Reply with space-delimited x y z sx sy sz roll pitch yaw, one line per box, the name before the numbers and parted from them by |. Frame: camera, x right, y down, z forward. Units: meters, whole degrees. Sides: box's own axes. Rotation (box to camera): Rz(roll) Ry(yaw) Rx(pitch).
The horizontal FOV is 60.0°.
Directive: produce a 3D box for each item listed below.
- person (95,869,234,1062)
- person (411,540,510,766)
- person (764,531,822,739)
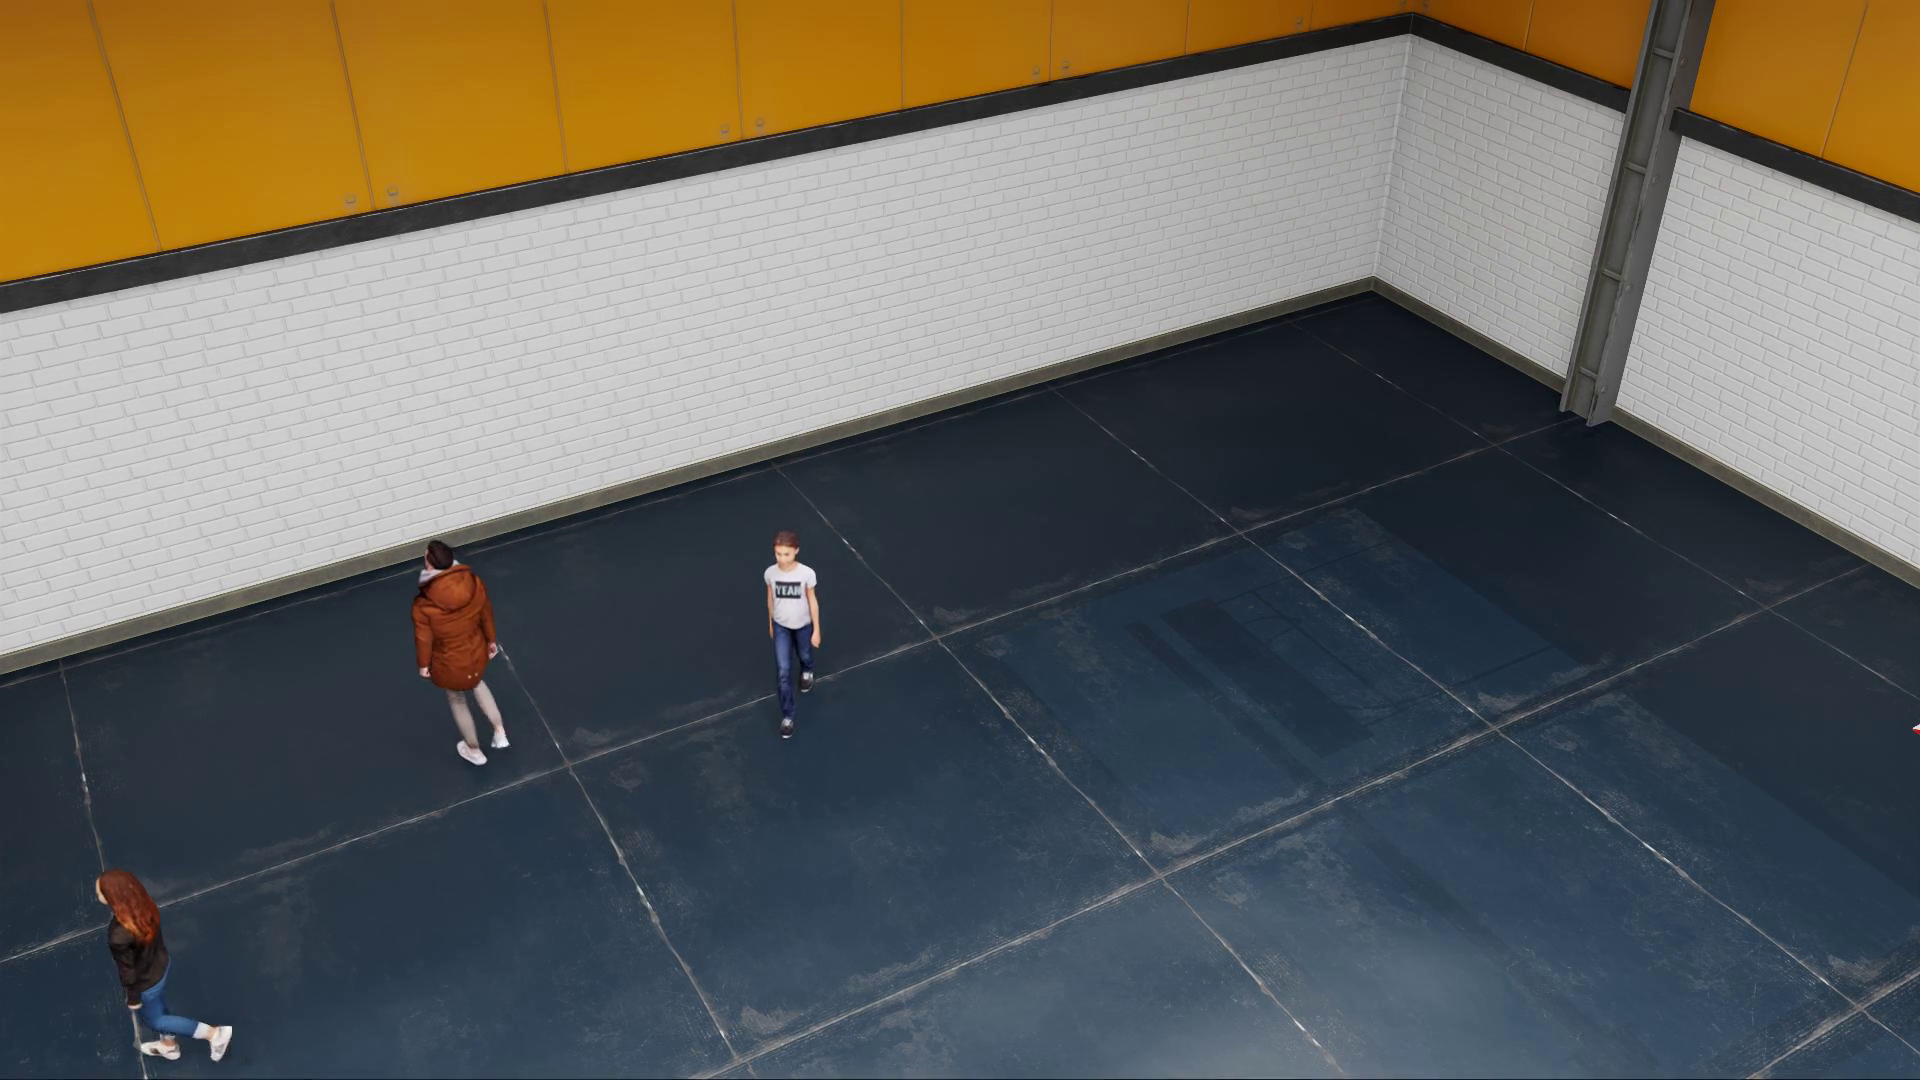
person | -4.468 2.408 9.276 0.802 1.470 0.834 -4 34 -6
person | -3.378 0.819 11.345 0.828 1.826 0.812 26 42 33
person | -1.186 0.570 11.992 0.911 1.524 1.099 2 34 3
